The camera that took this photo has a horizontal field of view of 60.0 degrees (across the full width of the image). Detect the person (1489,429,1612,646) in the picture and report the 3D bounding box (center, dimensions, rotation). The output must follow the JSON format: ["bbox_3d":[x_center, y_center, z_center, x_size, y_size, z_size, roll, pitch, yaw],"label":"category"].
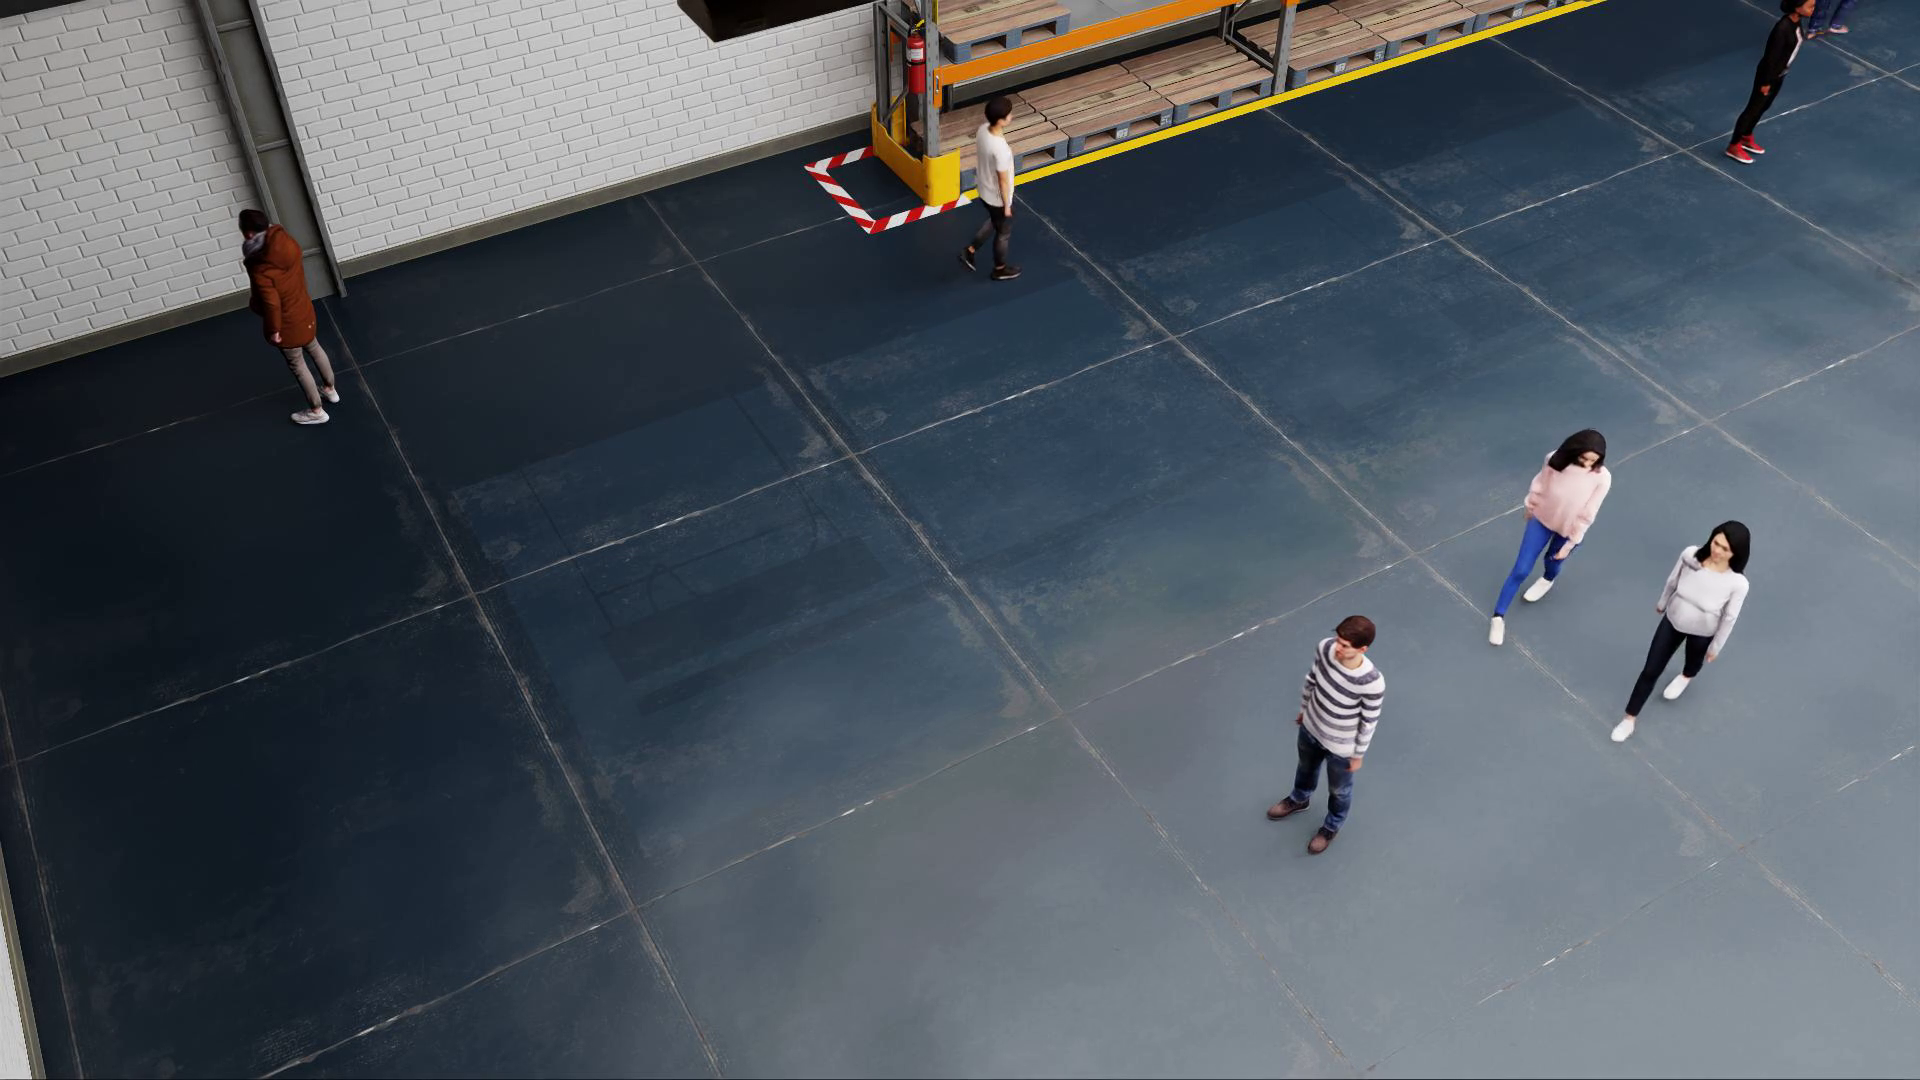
[{"bbox_3d":[3.960,-0.109,10.936,0.943,1.720,1.142,29,51,27],"label":"person"}]

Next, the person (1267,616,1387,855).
[{"bbox_3d":[2.164,1.087,9.584,0.549,1.854,0.657,-26,49,-24],"label":"person"}]

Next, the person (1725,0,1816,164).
[{"bbox_3d":[7.502,-4.320,15.390,0.531,1.673,0.702,-33,53,-30],"label":"person"}]

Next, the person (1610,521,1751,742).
[{"bbox_3d":[4.592,0.504,10.342,1.178,1.652,0.826,-34,53,-31],"label":"person"}]

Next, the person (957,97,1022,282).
[{"bbox_3d":[0.233,-2.907,13.880,0.826,1.710,0.706,-15,46,-16],"label":"person"}]

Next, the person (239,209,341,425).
[{"bbox_3d":[-5.044,-1.694,12.511,0.906,1.841,0.855,7,44,7],"label":"person"}]

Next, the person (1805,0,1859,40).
[{"bbox_3d":[9.070,-5.995,17.054,0.742,1.803,0.708,-20,47,-20],"label":"person"}]
